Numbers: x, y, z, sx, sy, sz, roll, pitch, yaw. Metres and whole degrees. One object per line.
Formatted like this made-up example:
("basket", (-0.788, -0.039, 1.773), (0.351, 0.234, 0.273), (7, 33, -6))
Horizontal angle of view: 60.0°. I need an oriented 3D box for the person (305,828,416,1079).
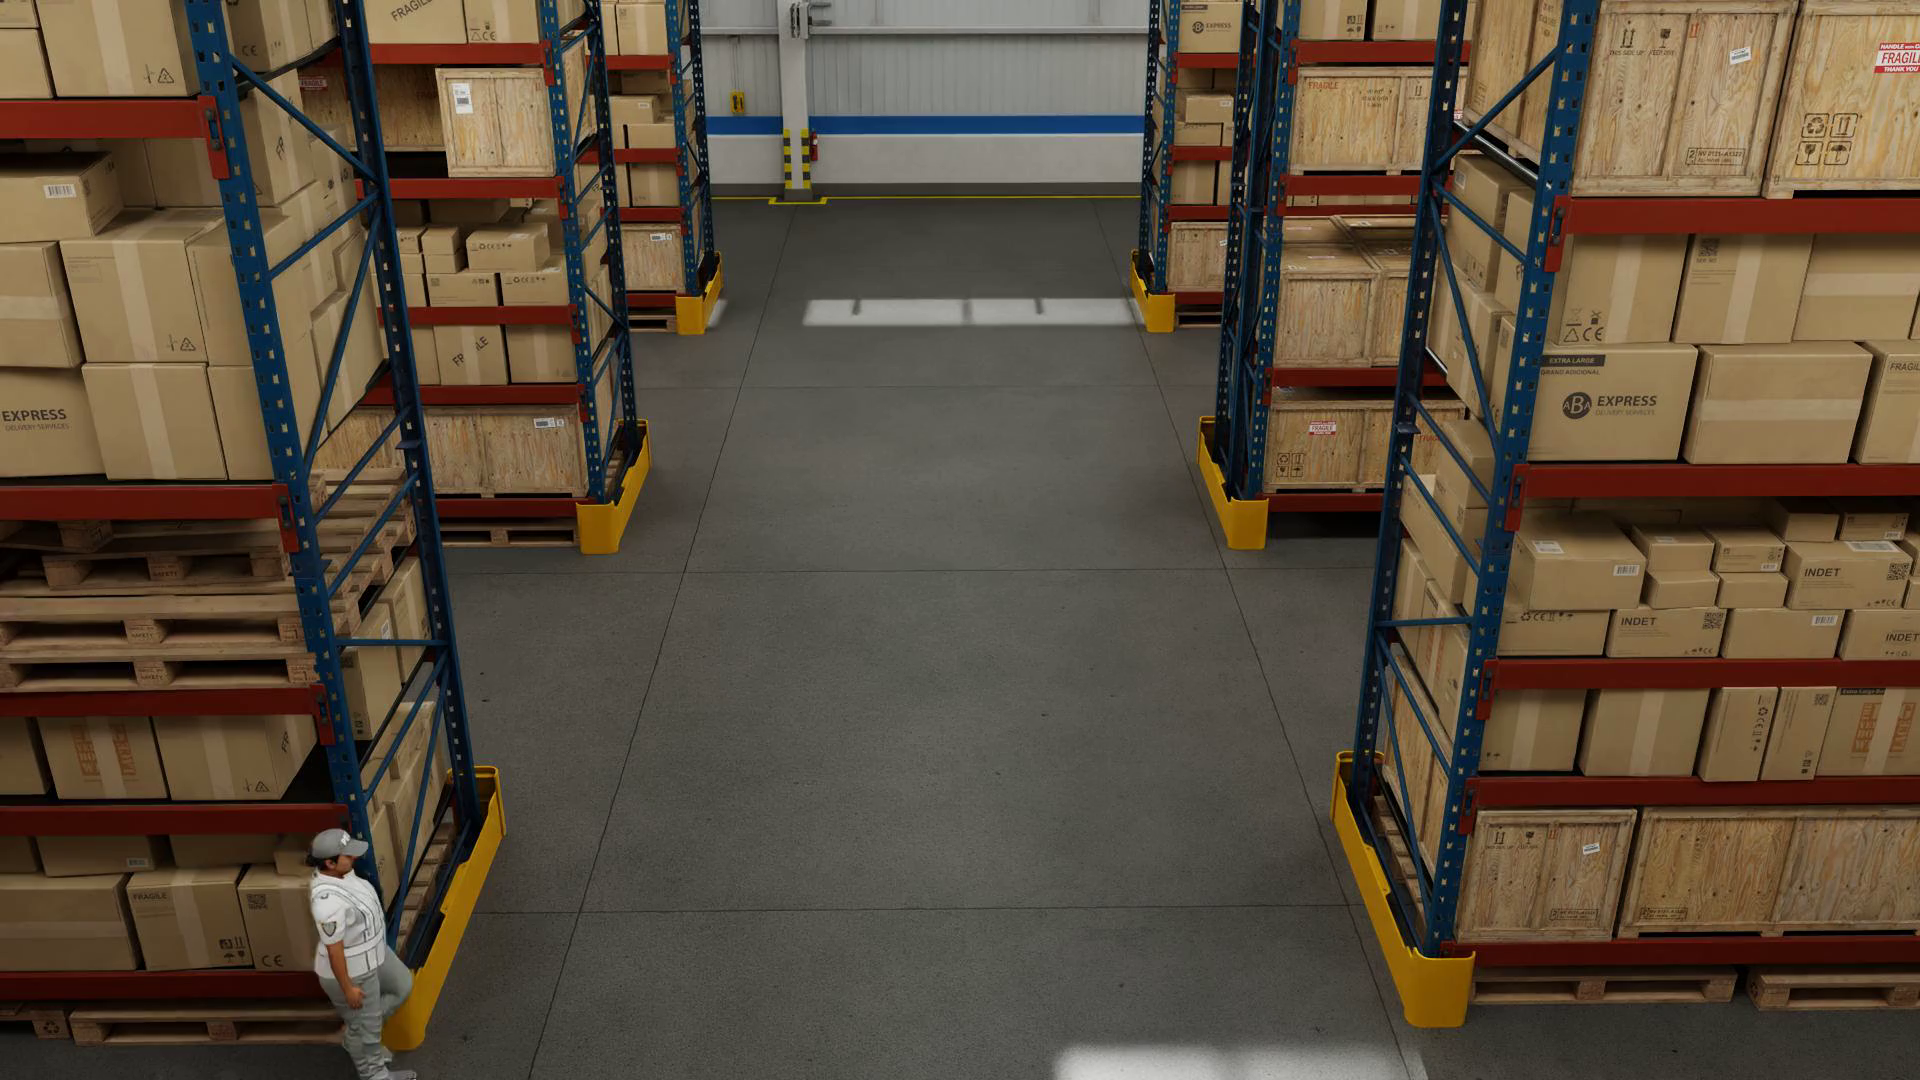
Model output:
("person", (-3.268, 2.302, 9.059), (0.449, 1.655, 0.512), (-5, 26, -11))
